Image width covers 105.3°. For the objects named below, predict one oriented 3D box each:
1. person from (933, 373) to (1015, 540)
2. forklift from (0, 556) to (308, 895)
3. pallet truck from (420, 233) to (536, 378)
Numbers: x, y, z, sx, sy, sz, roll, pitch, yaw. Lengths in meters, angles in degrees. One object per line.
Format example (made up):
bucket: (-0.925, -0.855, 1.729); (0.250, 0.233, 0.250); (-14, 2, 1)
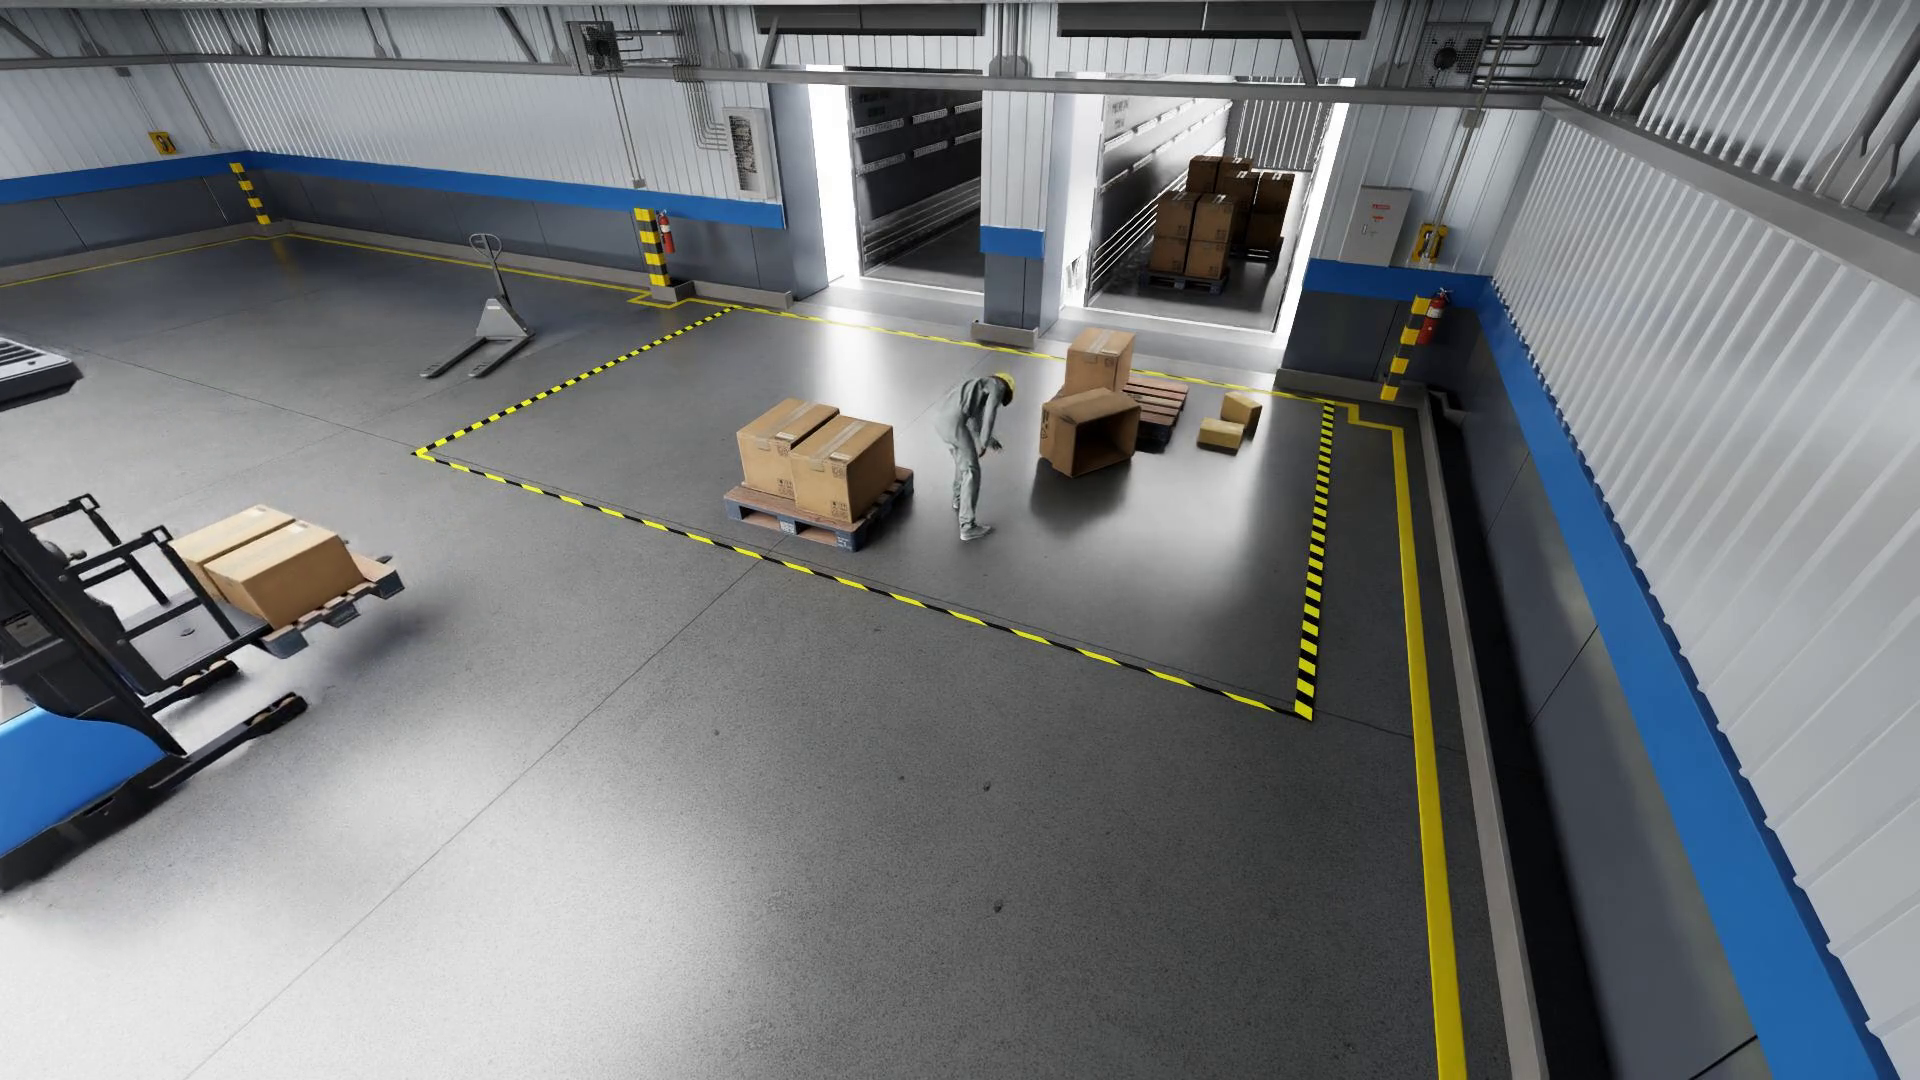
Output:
person: (0.162, -0.713, 5.740); (0.756, 1.115, 0.878); (-9, 37, -13)
forklift: (-4.494, 0.526, 3.191); (0.716, 2.013, 0.776); (15, 38, 20)
pallet truck: (-5.664, -2.712, 8.427); (0.680, 1.201, 1.601); (0, 35, -1)
